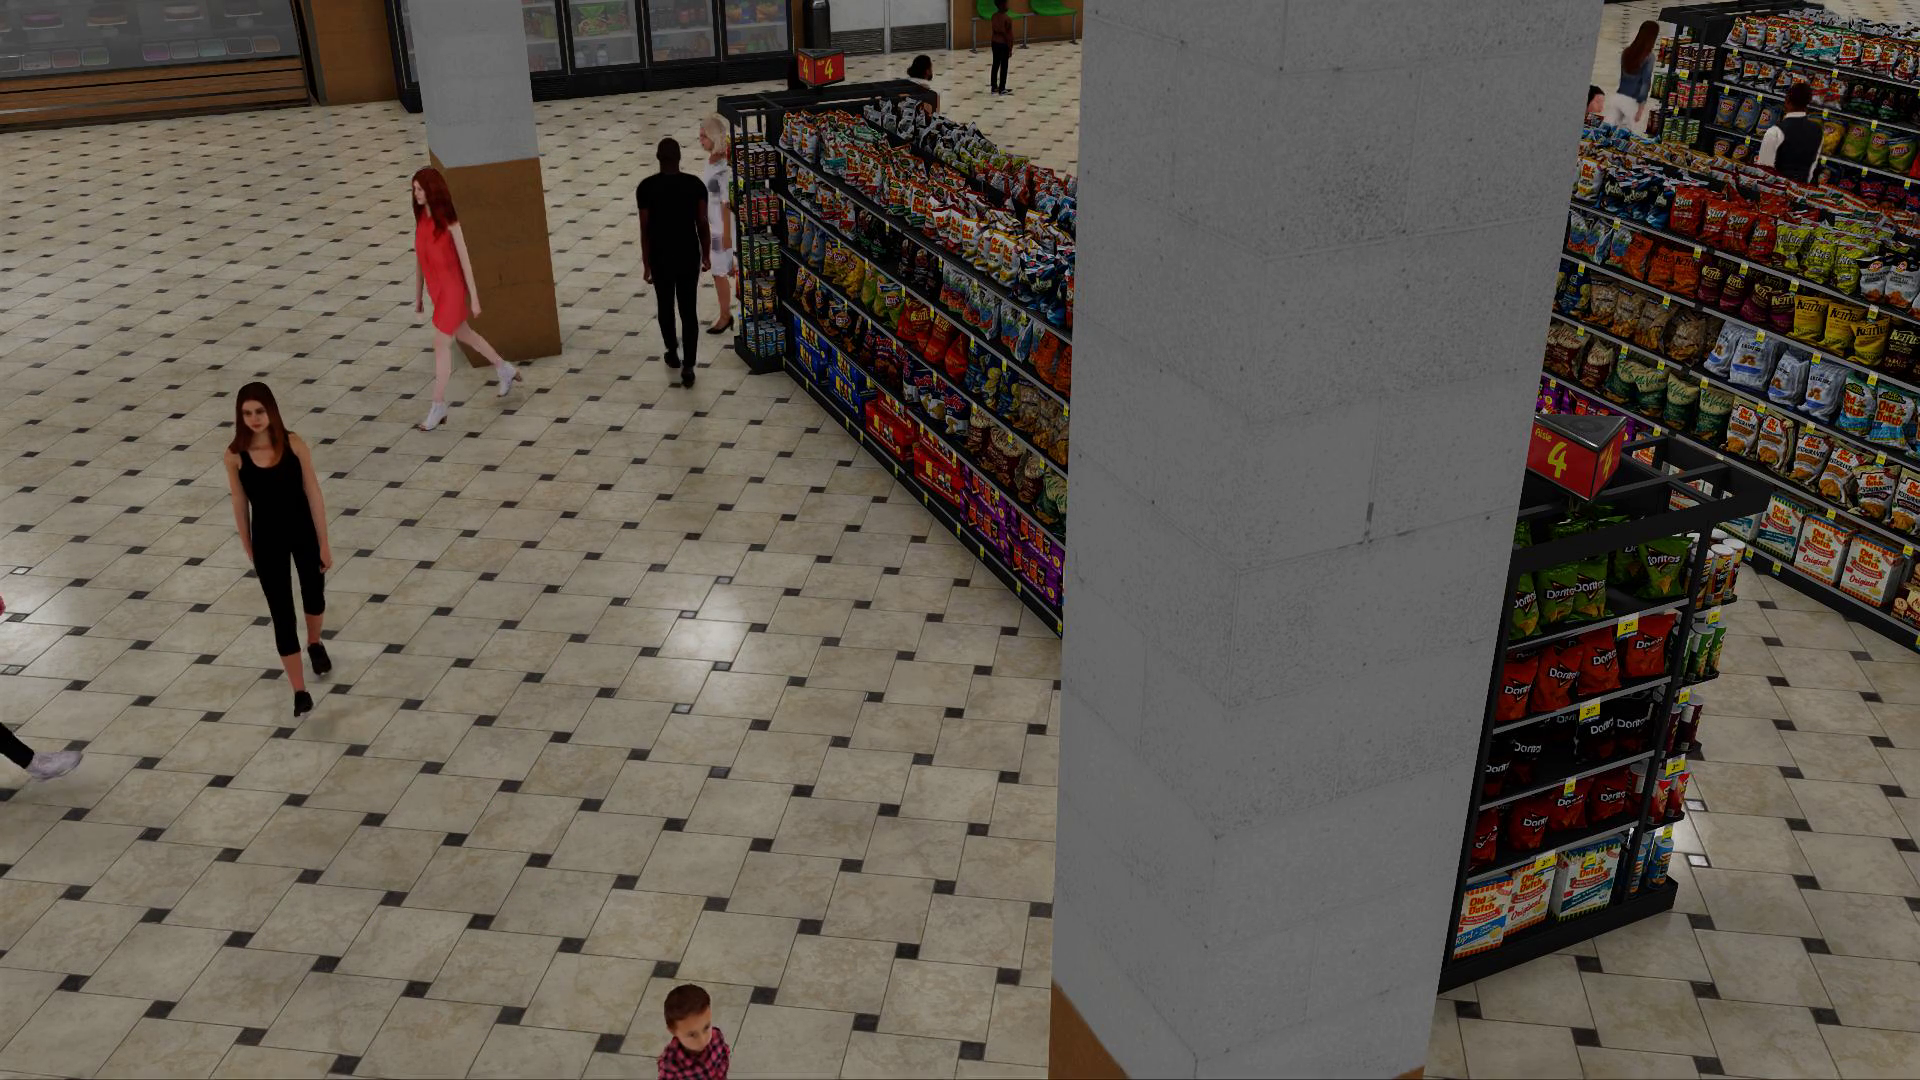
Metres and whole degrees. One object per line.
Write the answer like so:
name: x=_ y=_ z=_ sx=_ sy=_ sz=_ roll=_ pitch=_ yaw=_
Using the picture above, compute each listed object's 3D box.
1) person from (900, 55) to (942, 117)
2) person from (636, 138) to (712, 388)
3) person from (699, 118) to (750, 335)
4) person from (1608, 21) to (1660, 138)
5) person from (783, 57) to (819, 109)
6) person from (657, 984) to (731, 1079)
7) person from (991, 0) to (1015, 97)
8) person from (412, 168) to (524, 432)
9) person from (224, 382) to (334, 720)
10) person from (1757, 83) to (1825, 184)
person: x=-0.431 y=-3.549 z=15.349 sx=1.183 sy=1.708 sz=1.064 roll=19 pitch=33 yaw=33
person: x=-2.078 y=-2.003 z=12.204 sx=0.784 sy=1.795 sz=0.941 roll=-6 pitch=27 yaw=-11
person: x=-1.816 y=-2.495 z=13.247 sx=0.678 sy=1.730 sz=0.797 roll=-12 pitch=29 yaw=-22
person: x=6.869 y=-4.485 z=17.252 sx=0.729 sy=1.656 sz=0.994 roll=-16 pitch=31 yaw=-28
person: x=-1.471 y=-3.541 z=15.278 sx=0.791 sy=1.759 sz=0.637 roll=-4 pitch=27 yaw=-7
person: x=-0.890 y=1.846 z=5.484 sx=0.538 sy=1.008 sz=0.768 roll=-19 pitch=33 yaw=-33
person: x=0.524 y=-6.395 z=21.465 sx=0.626 sy=1.253 sz=0.501 roll=-24 pitch=35 yaw=-38
person: x=-3.484 y=-1.701 z=11.621 sx=1.166 sy=1.783 sz=1.012 roll=21 pitch=34 yaw=35
person: x=-3.383 y=-0.016 z=8.405 sx=0.557 sy=1.687 sz=1.063 roll=-12 pitch=29 yaw=-22
person: x=6.669 y=-2.700 z=13.451 sx=0.888 sy=1.911 sz=1.067 roll=-6 pitch=27 yaw=-11
